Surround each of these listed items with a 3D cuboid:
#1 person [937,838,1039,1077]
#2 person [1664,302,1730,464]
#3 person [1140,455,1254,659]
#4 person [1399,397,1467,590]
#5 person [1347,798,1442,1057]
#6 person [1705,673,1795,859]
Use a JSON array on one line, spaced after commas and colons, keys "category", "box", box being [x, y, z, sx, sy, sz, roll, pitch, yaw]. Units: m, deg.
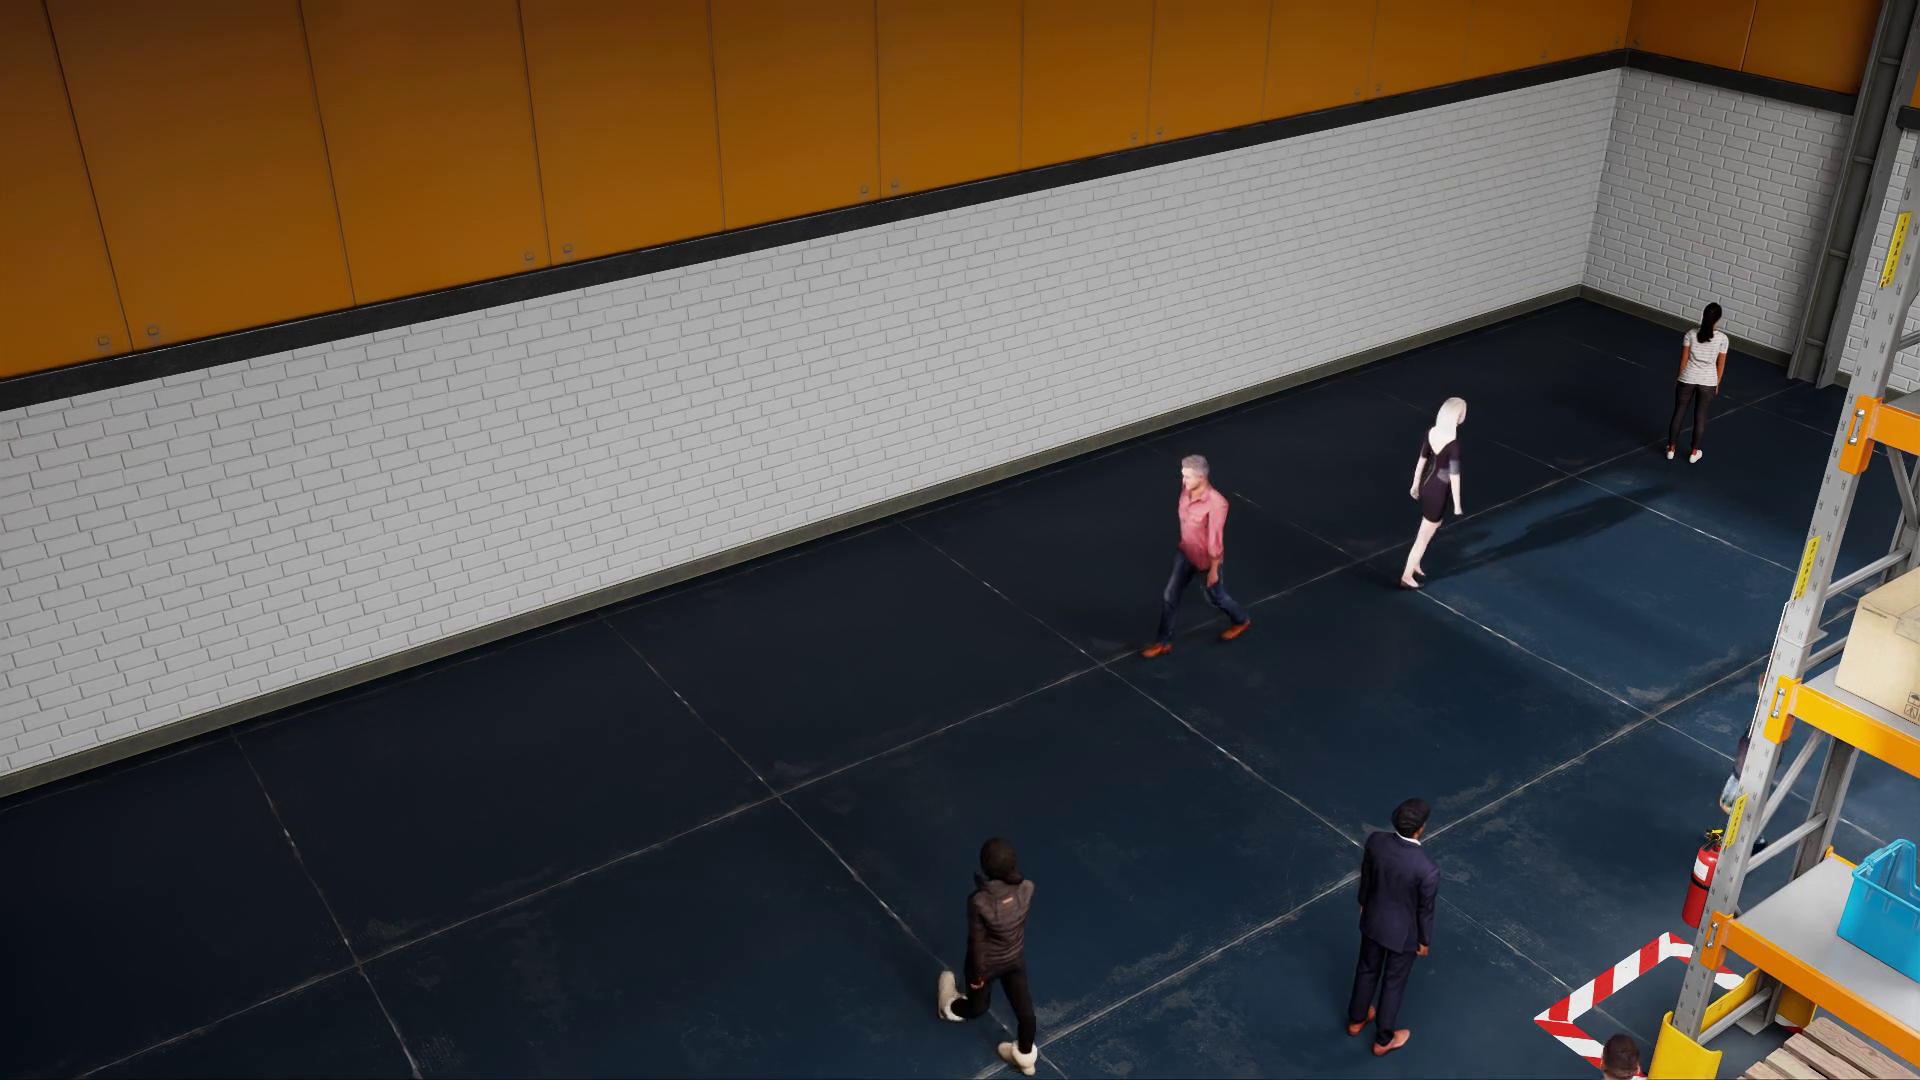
[{"category": "person", "box": [0.147, 2.278, 9.382, 0.949, 1.646, 0.604, -18, 34, -30]}, {"category": "person", "box": [7.284, -1.561, 16.420, 0.609, 1.647, 0.711, 14, 31, 23]}, {"category": "person", "box": [1.988, 0.128, 13.192, 0.868, 1.773, 1.186, -15, 32, -25]}, {"category": "person", "box": [3.909, -0.343, 14.011, 0.748, 1.814, 0.653, -9, 30, -16]}, {"category": "person", "box": [2.447, 2.192, 9.460, 0.716, 1.723, 0.503, -23, 36, -36]}, {"category": "person", "box": [5.297, 1.522, 10.988, 0.537, 1.435, 0.714, -19, 34, -31]}]
